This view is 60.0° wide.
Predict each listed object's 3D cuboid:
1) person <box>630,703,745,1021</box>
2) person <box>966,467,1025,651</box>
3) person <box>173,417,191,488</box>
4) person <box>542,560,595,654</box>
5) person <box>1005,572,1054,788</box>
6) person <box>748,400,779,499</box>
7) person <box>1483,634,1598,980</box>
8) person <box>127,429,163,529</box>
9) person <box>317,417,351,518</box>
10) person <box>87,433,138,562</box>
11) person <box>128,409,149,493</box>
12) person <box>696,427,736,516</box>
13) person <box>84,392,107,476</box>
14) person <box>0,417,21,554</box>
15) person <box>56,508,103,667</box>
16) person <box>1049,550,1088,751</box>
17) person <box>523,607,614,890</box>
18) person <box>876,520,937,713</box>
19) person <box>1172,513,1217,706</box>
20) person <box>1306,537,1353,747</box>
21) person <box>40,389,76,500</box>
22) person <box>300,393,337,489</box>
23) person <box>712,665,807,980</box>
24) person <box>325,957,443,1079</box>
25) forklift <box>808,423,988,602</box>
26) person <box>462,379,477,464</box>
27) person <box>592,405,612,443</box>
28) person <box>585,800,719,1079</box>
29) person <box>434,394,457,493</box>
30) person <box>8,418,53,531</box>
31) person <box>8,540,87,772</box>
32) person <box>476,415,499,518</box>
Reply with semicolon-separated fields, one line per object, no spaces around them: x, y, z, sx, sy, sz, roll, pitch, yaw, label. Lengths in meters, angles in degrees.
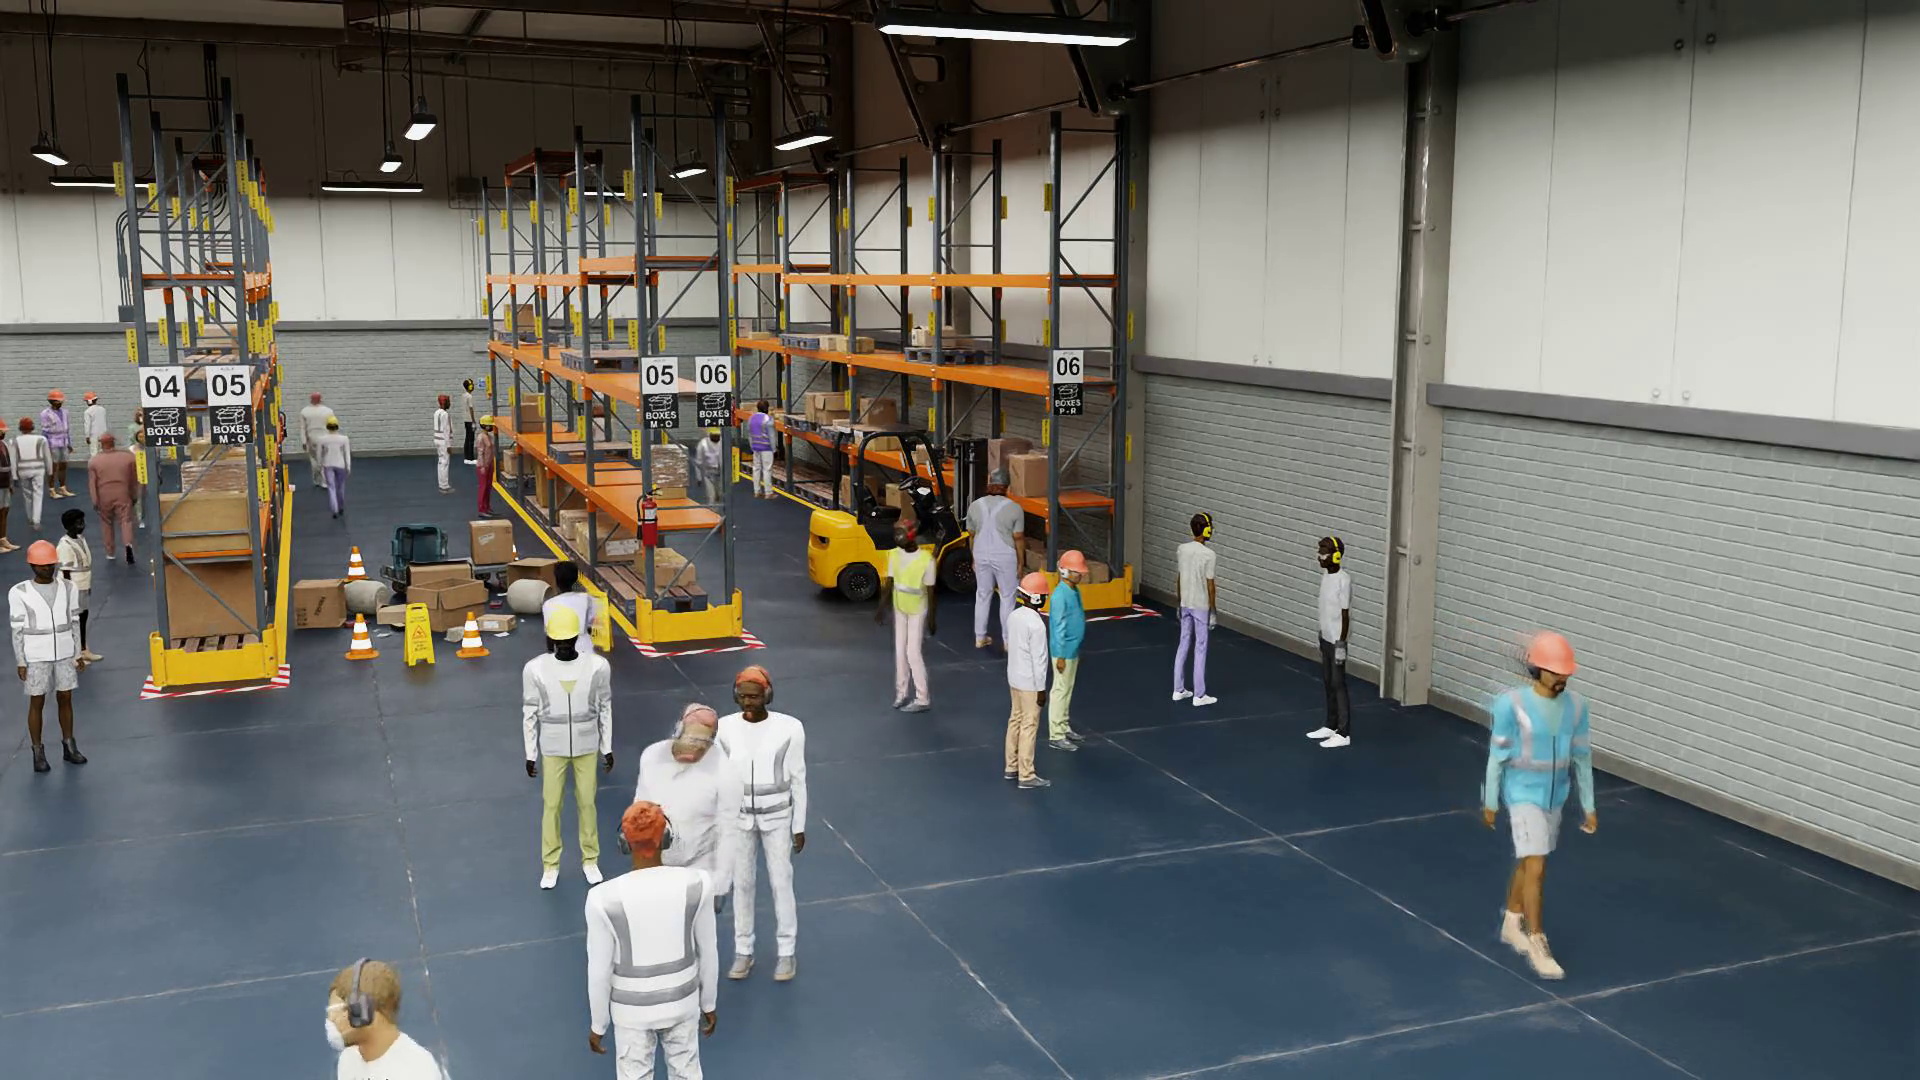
-1.515;1.780;9.029;0.738;1.862;0.405;3;10;19;person
0.435;0.194;18.425;0.686;2.000;0.535;5;10;26;person
-15.156;-1.918;32.330;0.443;1.842;0.675;-8;12;-41;person
-3.406;1.006;14.447;0.539;1.682;0.432;-8;12;-42;person
0.582;1.126;13.503;0.360;1.742;0.562;-3;10;-21;person
-3.642;-1.681;30.860;0.626;1.841;0.429;7;11;38;person
3.501;1.564;9.843;0.624;2.013;0.868;-3;9;-17;person
-13.357;-1.006;27.267;0.523;1.633;0.315;-6;11;-32;person
-10.744;-1.253;28.537;0.538;1.718;0.902;-4;10;-22;person
-12.202;-0.609;24.001;0.635;1.877;0.841;-5;10;-29;person
-15.521;-1.687;31.616;0.504;1.610;0.670;-6;11;-33;person
-3.939;-1.036;26.975;0.594;1.774;0.932;-4;10;-26;person
-17.851;-2.182;34.316;0.349;1.743;0.563;2;9;13;person
-14.270;-0.813;24.755;0.390;2.041;0.614;-1;9;-4;person
-9.351;0.504;17.588;0.320;1.687;0.537;-1;9;-8;person
0.961;0.949;14.581;0.339;1.748;0.564;3;10;18;person
-2.634;1.395;11.224;0.594;1.924;0.382;-3;9;-17;person
-0.490;0.719;15.819;0.540;1.821;0.557;-7;12;-39;person
2.286;0.662;16.071;0.328;1.861;0.503;-7;11;-38;person
3.279;0.888;14.639;0.322;1.861;0.513;-2;9;-10;person
-16.683;-1.772;30.801;0.394;2.039;0.614;2;9;14;person
-12.483;-1.933;32.411;0.640;1.859;0.942;-2;9;-13;person
-1.184;1.655;9.767;0.578;1.878;0.350;1;9;6;person
-1.853;2.328;5.478;0.409;1.903;0.729;-6;11;-33;person
-0.830;-0.399;21.676;2.313;2.155;1.214;-4;10;-21;forklift
-10.740;-2.595;36.497;0.319;1.876;0.532;-7;11;-36;person
-7.083;-1.866;32.768;0.500;1.600;0.798;-4;10;-21;person
-1.331;2.048;7.238;0.573;1.886;0.353;-4;10;-23;person
-9.827;-1.832;31.697;0.359;1.880;0.575;-6;11;-32;person
-15.114;-1.072;27.063;0.578;1.840;0.989;-3;10;-20;person
-7.626;0.958;13.941;0.355;1.939;0.543;8;12;41;person
-8.094;-1.262;28.485;0.340;1.757;0.517;1;9;8;person
